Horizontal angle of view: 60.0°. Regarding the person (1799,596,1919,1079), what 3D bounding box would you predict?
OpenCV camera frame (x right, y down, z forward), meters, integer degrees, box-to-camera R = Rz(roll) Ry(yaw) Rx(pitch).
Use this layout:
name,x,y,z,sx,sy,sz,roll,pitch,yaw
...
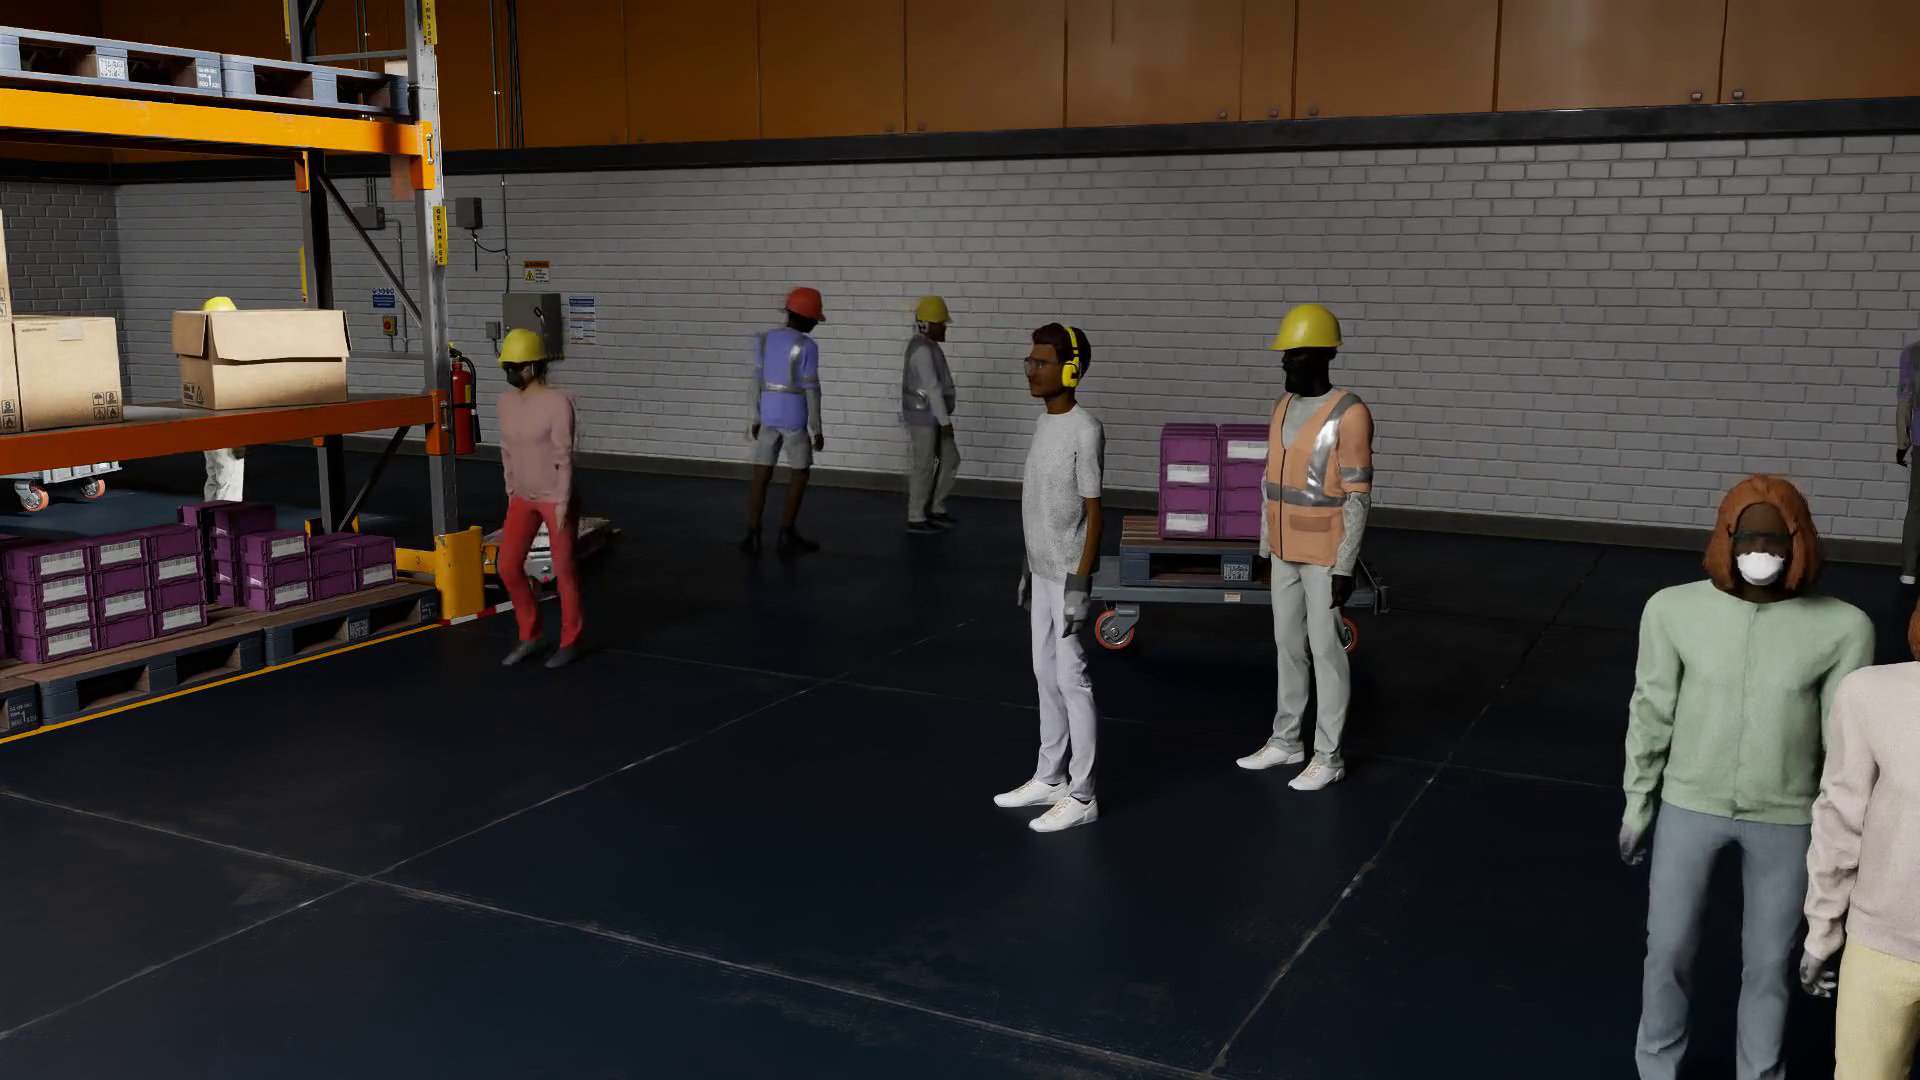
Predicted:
name,x,y,z,sx,sy,sz,roll,pitch,yaw
person,1.826,0.790,3.078,0.499,1.634,0.280,8,13,38

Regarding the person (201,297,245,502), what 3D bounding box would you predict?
name,x,y,z,sx,sy,sz,roll,pitch,yaw
person,-5.075,-0.758,11.487,0.403,1.826,0.591,-8,13,-40

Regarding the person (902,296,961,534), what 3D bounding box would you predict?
name,x,y,z,sx,sy,sz,roll,pitch,yaw
person,-0.175,-0.926,12.516,0.542,1.802,0.599,1,10,6

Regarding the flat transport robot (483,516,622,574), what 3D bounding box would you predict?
name,x,y,z,sx,sy,sz,roll,pitch,yaw
flat transport robot,-2.846,0.019,11.483,0.652,0.197,1.431,1,10,4

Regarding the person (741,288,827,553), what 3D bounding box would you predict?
name,x,y,z,sx,sy,sz,roll,pitch,yaw
person,-1.267,-0.836,11.782,0.642,1.886,0.515,7,12,36

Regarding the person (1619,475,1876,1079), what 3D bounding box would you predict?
name,x,y,z,sx,sy,sz,roll,pitch,yaw
person,1.805,0.662,3.863,0.510,1.626,0.330,4,11,24

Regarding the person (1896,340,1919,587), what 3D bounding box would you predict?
name,x,y,z,sx,sy,sz,roll,pitch,yaw
person,6.226,-0.639,10.498,0.589,1.929,0.365,8,13,40

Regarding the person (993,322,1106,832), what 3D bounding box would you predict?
name,x,y,z,sx,sy,sz,roll,pitch,yaw
person,0.350,0.136,6.168,0.328,1.876,0.513,-4,11,-22

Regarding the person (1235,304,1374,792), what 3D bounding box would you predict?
name,x,y,z,sx,sy,sz,roll,pitch,yaw
person,1.380,0.030,6.629,0.370,1.927,0.588,-5,11,-27

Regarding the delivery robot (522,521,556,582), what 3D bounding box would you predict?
name,x,y,z,sx,sy,sz,roll,pitch,yaw
delivery robot,-2.615,0.028,10.338,0.477,0.478,0.707,-3,10,-19

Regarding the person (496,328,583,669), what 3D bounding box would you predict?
name,x,y,z,sx,sy,sz,roll,pitch,yaw
person,-2.142,-0.193,8.432,0.540,1.747,0.505,5,11,27
